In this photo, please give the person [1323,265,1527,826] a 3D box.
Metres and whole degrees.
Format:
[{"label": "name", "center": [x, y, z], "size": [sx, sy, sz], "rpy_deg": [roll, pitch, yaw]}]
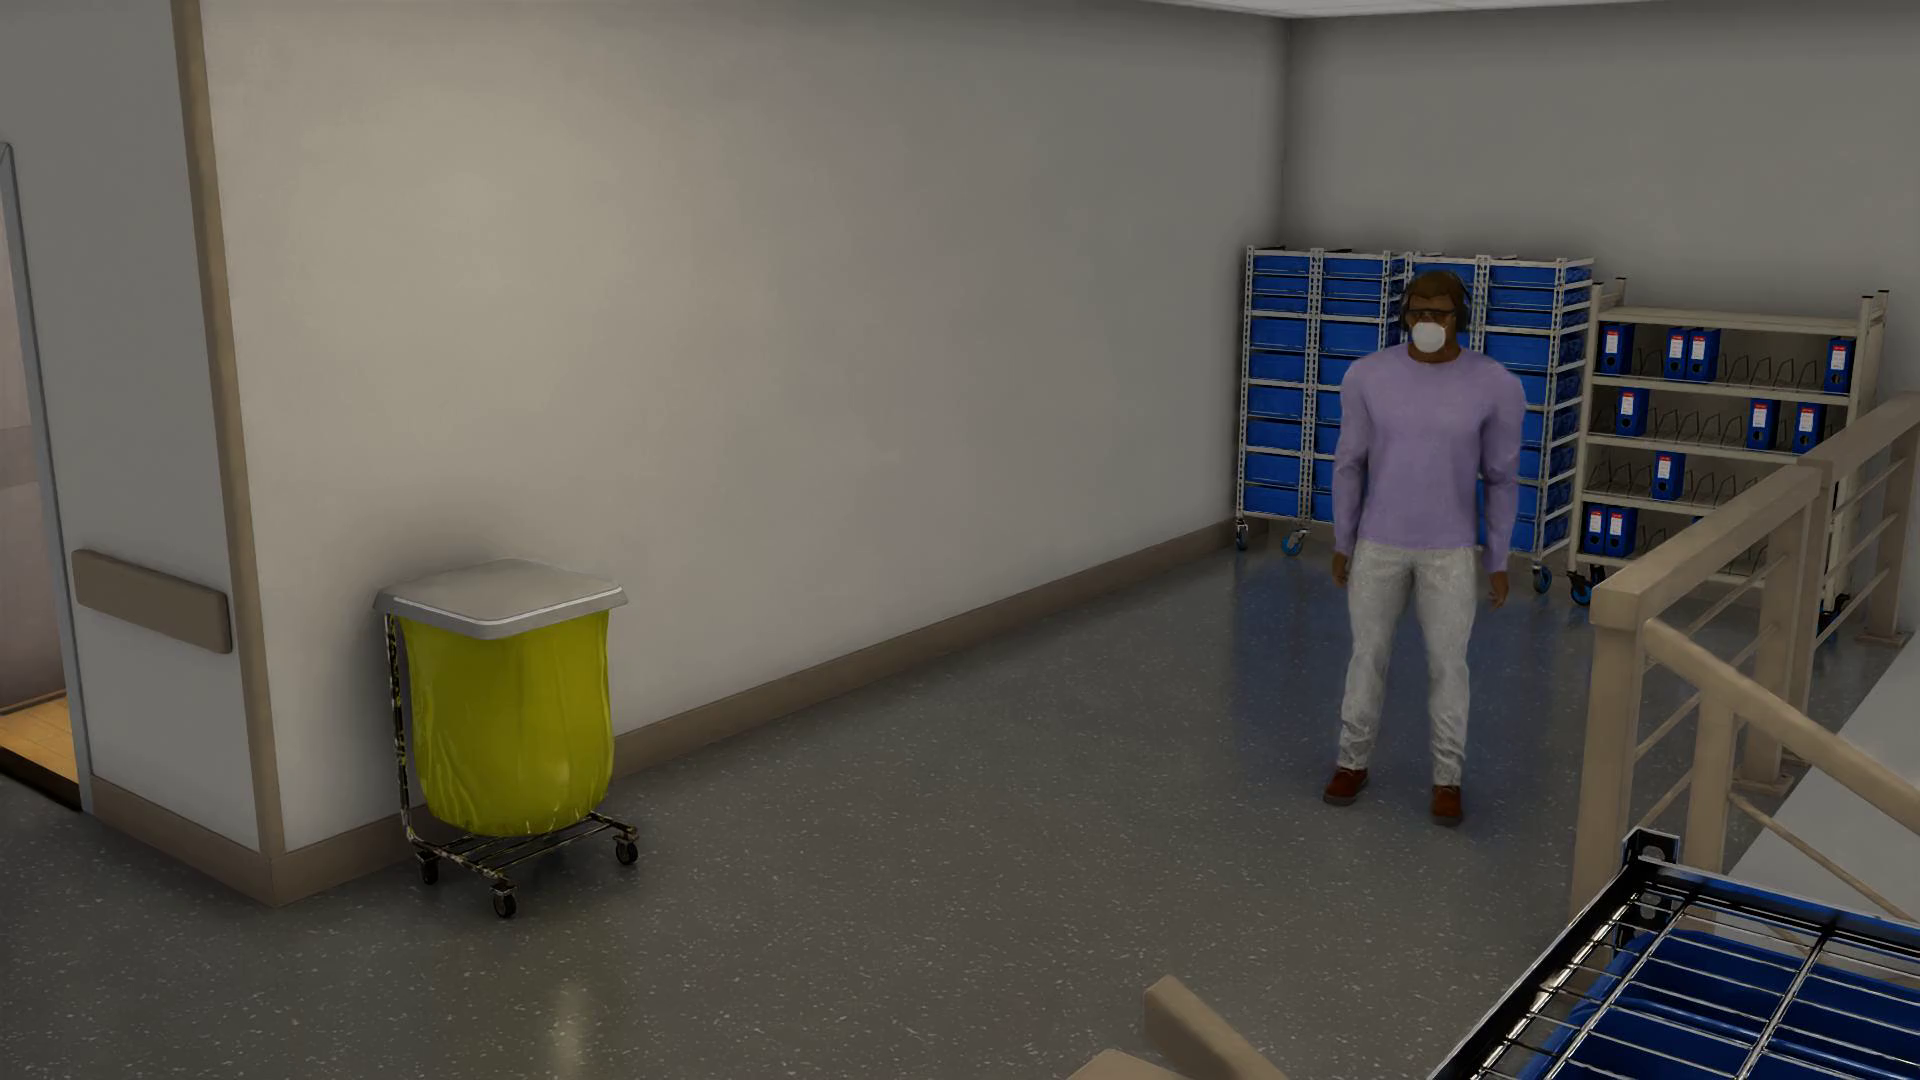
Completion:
[{"label": "person", "center": [1.593, 0.021, 5.782], "size": [0.631, 1.937, 0.369], "rpy_deg": [6, 15, 22]}]
